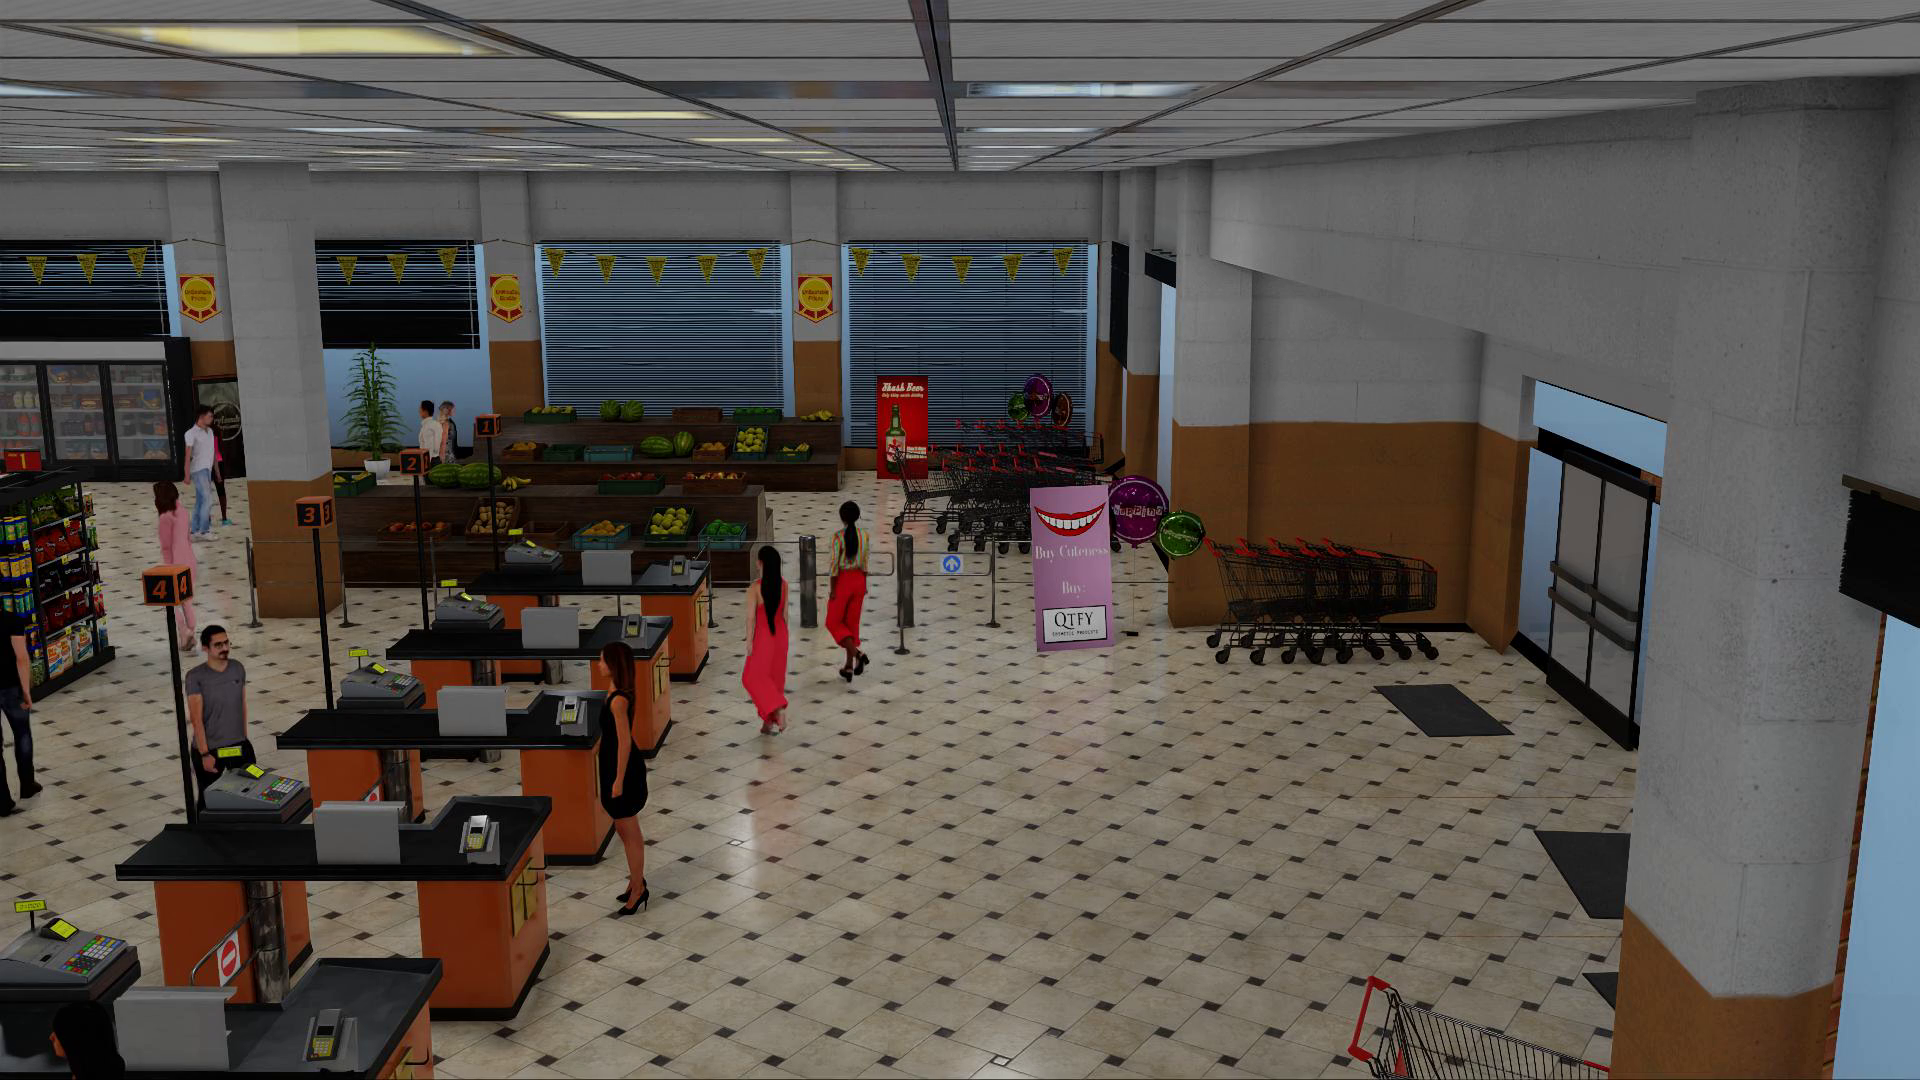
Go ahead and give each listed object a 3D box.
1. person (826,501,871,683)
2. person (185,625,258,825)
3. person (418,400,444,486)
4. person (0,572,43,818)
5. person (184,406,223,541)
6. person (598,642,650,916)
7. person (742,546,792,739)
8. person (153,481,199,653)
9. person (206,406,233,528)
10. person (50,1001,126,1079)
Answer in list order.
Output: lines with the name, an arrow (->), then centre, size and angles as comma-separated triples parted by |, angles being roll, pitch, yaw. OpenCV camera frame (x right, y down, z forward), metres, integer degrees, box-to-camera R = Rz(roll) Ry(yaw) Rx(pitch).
person -> -1.035, 0.528, 15.948 | 0.872, 1.780, 0.876 | -7, 14, -31
person -> -5.238, 1.451, 11.687 | 1.067, 1.728, 0.960 | 9, 15, 36
person -> -7.452, -1.072, 23.470 | 0.583, 1.811, 0.674 | -1, 12, -6
person -> -7.326, 1.181, 12.616 | 0.868, 1.874, 0.893 | -5, 13, -22
person -> -10.394, -0.899, 22.614 | 0.771, 1.825, 0.716 | 3, 12, 12
person -> -2.211, 1.561, 10.909 | 0.580, 1.834, 0.616 | -2, 12, -10
person -> -1.600, 0.913, 14.286 | 0.877, 1.710, 0.904 | -8, 15, -35
person -> -7.951, 0.288, 17.086 | 0.656, 1.780, 0.706 | 2, 12, 9
person -> -10.638, -1.057, 23.612 | 0.584, 1.724, 0.682 | -4, 13, -18
person -> -3.379, 2.576, 6.552 | 0.601, 1.643, 0.689 | -3, 12, -12
